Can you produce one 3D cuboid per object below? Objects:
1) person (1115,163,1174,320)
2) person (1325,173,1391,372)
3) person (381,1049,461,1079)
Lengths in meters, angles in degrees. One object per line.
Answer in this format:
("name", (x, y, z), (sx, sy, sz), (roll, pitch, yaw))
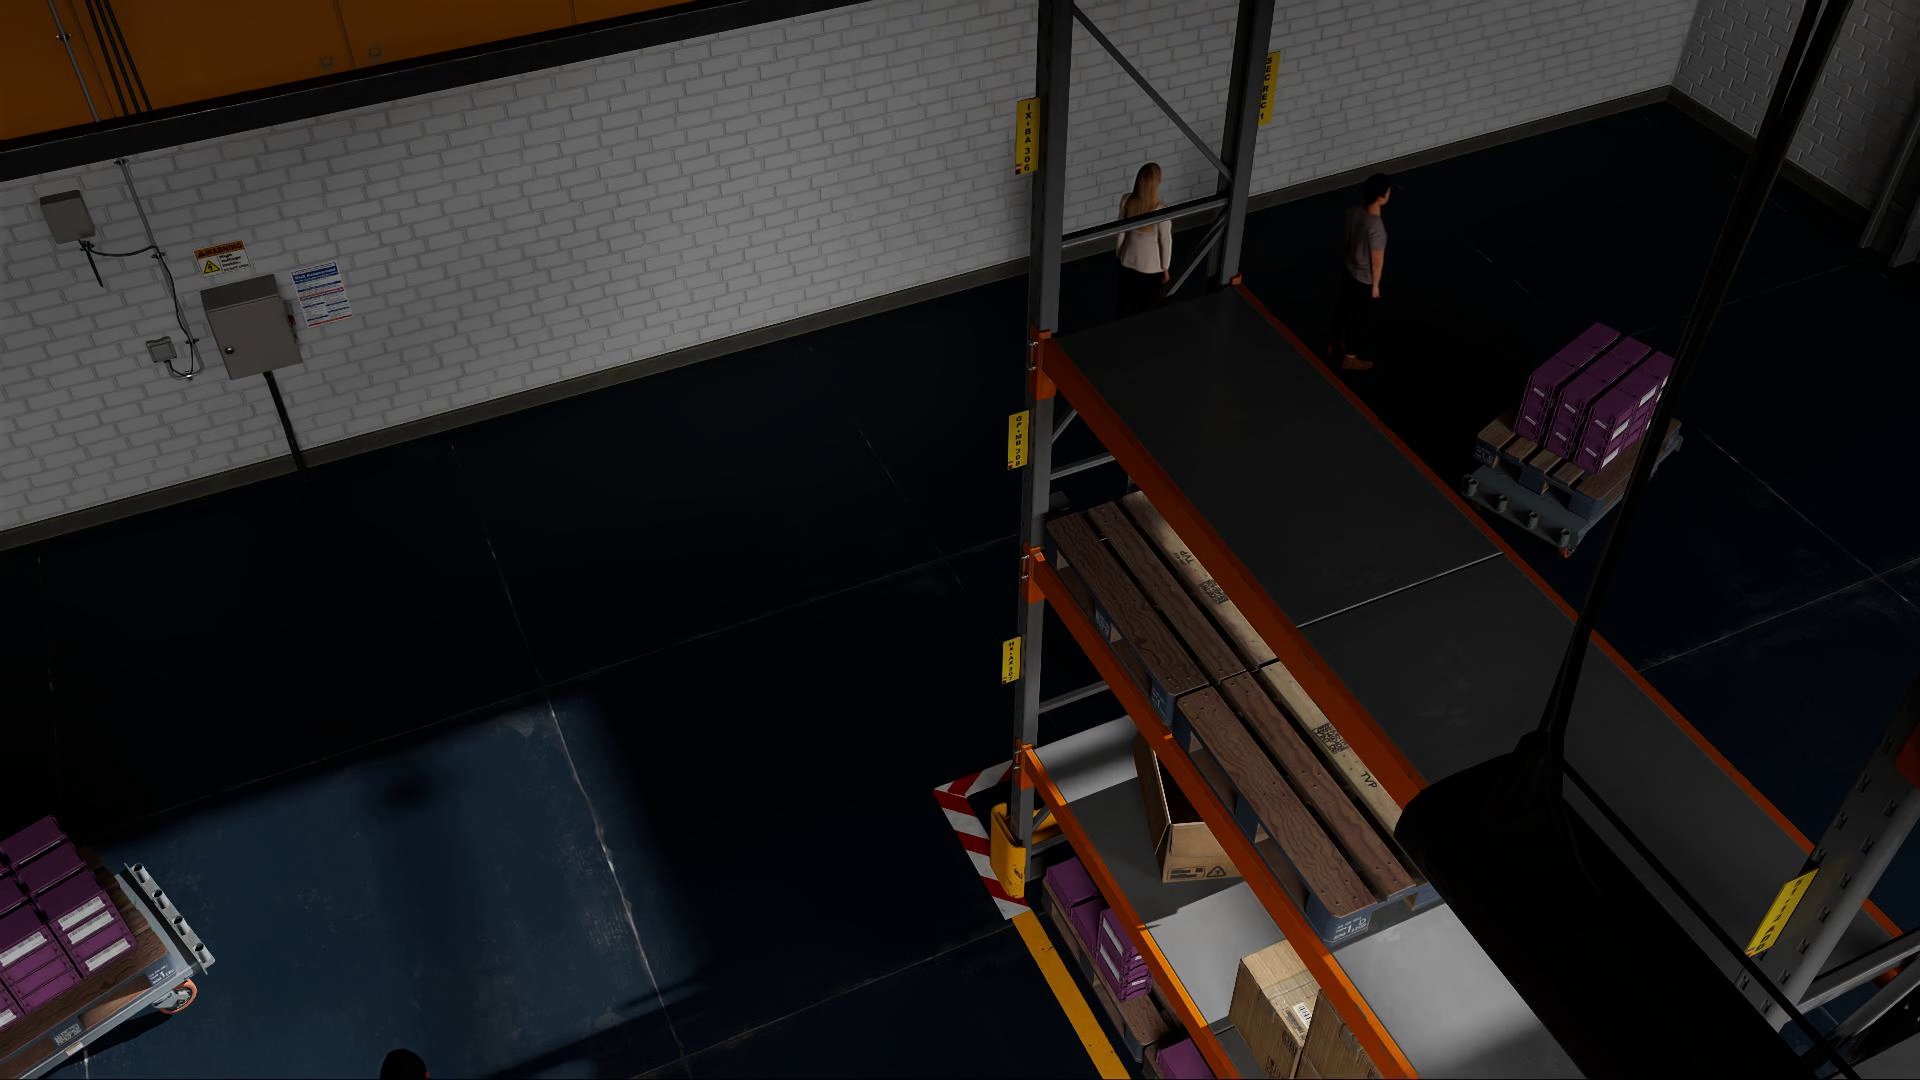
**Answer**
("person", (1.432, -2.146, 13.109), (0.653, 1.858, 0.757), (22, 48, 21))
("person", (3.183, -2.136, 13.197), (0.683, 1.724, 0.489), (-14, 45, -14))
("person", (-2.441, 2.918, 7.853), (0.621, 1.776, 0.533), (-21, 48, -21))
